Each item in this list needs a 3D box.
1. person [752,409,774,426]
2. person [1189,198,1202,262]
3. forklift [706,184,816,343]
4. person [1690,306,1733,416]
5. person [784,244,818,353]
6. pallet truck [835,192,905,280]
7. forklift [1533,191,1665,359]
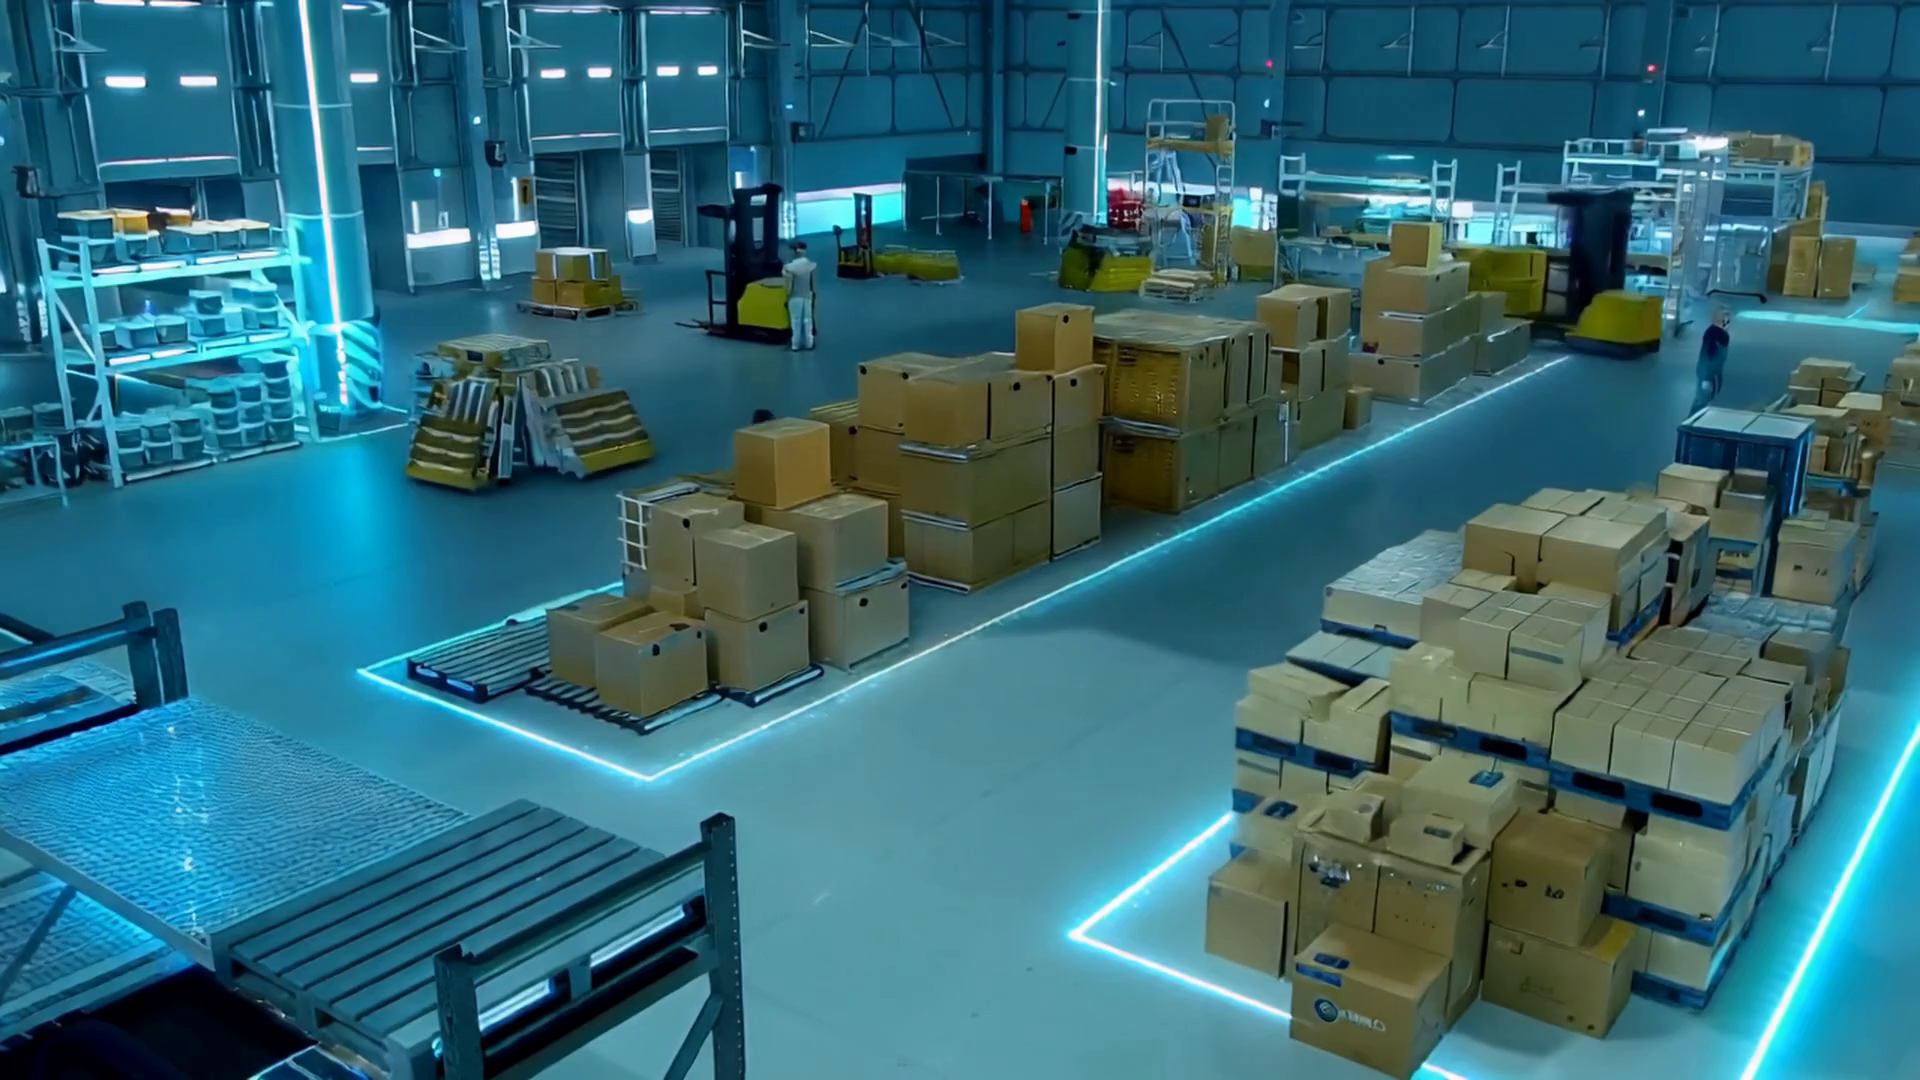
[{"bbox_3d":[-1.962,-0.469,17.163,0.796,1.799,0.641,10,20,30],"label":"person"},{"bbox_3d":[5.717,-7.458,40.486,0.316,1.695,0.541,-2,17,-7],"label":"person"},{"bbox_3d":[-3.717,-5.181,30.929,1.873,2.768,1.129,12,21,35],"label":"forklift"},{"bbox_3d":[10.351,-2.266,22.909,0.370,1.931,0.624,15,22,40],"label":"person"},{"bbox_3d":[-2.839,-4.310,29.676,0.636,1.929,0.385,-9,19,-28],"label":"person"},{"bbox_3d":[-1.936,-7.159,38.982,1.885,1.965,0.823,-12,21,-34],"label":"pallet truck"},{"bbox_3d":[11.449,-4.745,29.487,1.129,2.768,1.873,-13,21,-36],"label":"forklift"}]
